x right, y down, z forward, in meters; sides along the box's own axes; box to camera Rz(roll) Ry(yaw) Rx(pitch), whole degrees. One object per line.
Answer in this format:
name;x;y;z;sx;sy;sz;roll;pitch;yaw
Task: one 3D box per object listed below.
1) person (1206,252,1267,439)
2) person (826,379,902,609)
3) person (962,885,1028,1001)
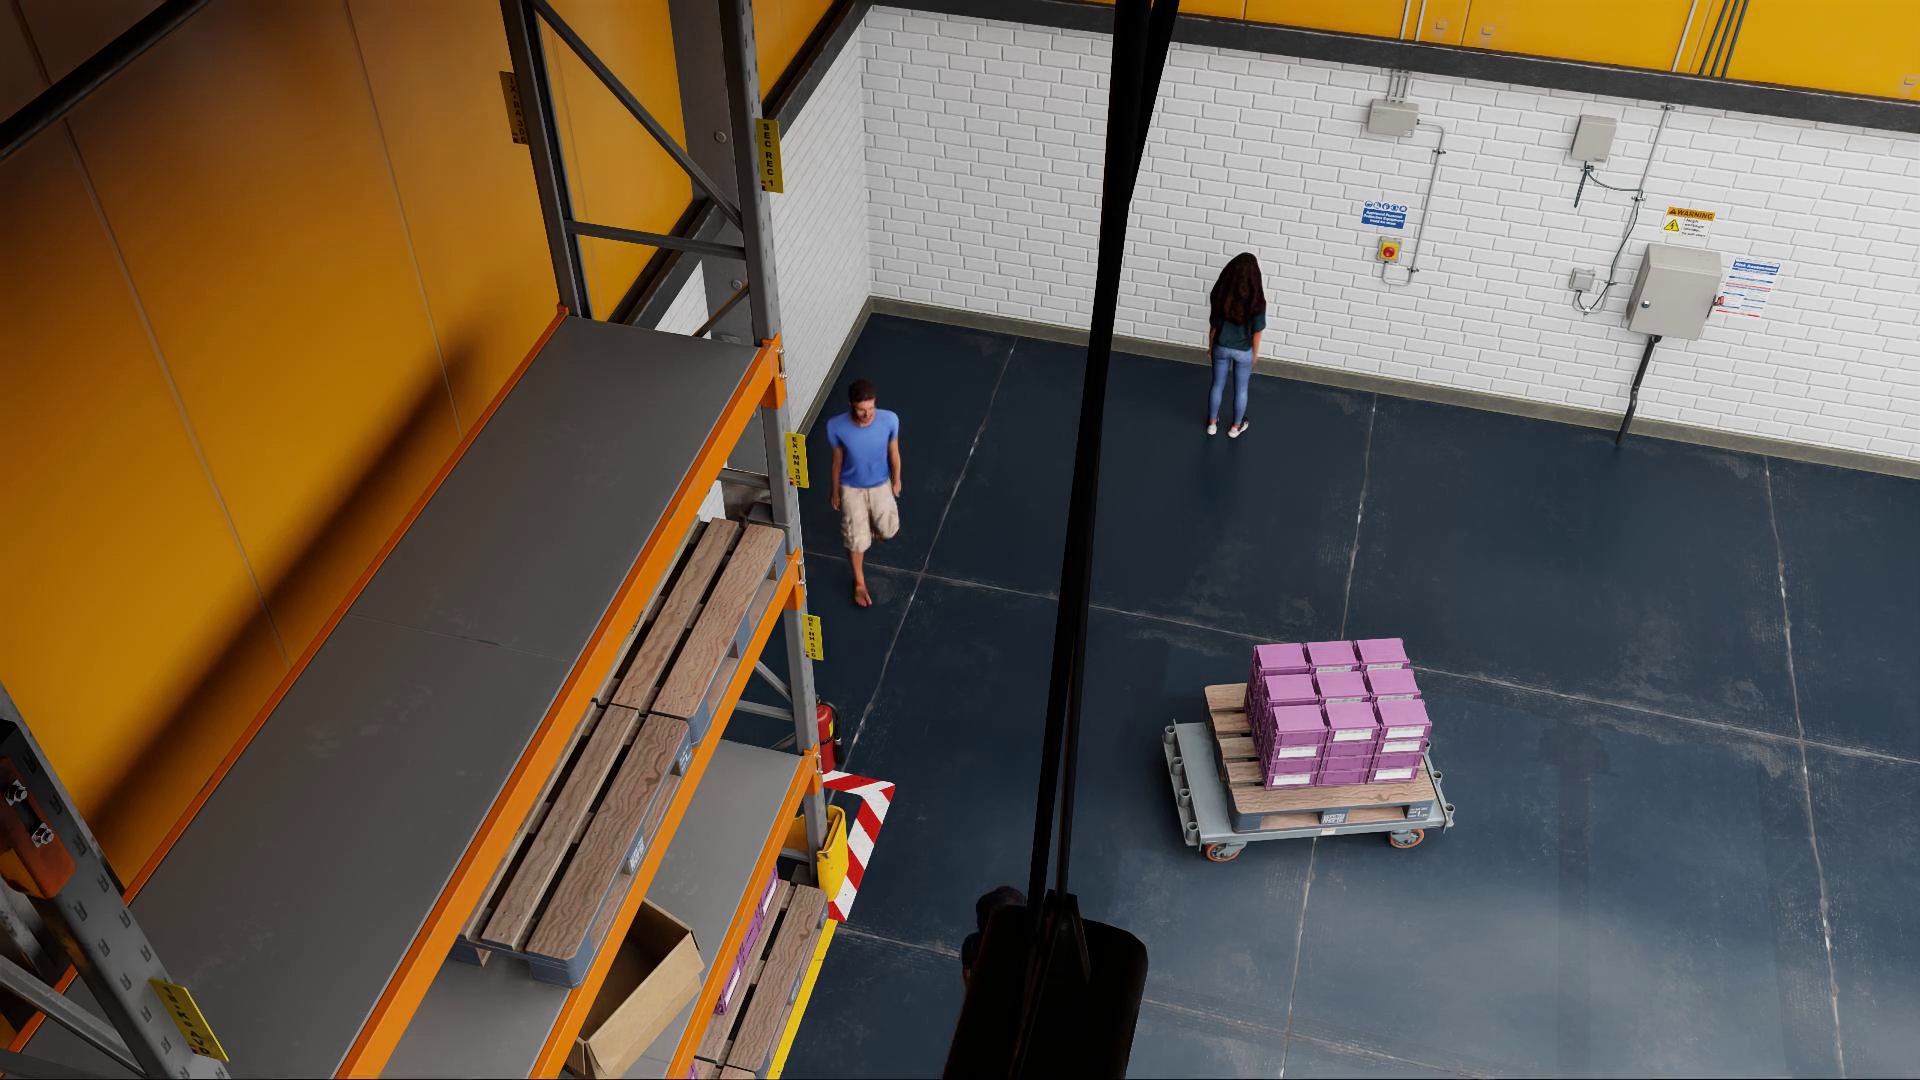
person;2.079;-1.472;12.651;0.620;1.616;0.615;16;46;16
person;-0.659;-0.447;11.418;0.915;1.835;1.119;-4;44;-4
person;0.220;2.421;8.411;0.696;1.828;0.670;15;46;15
